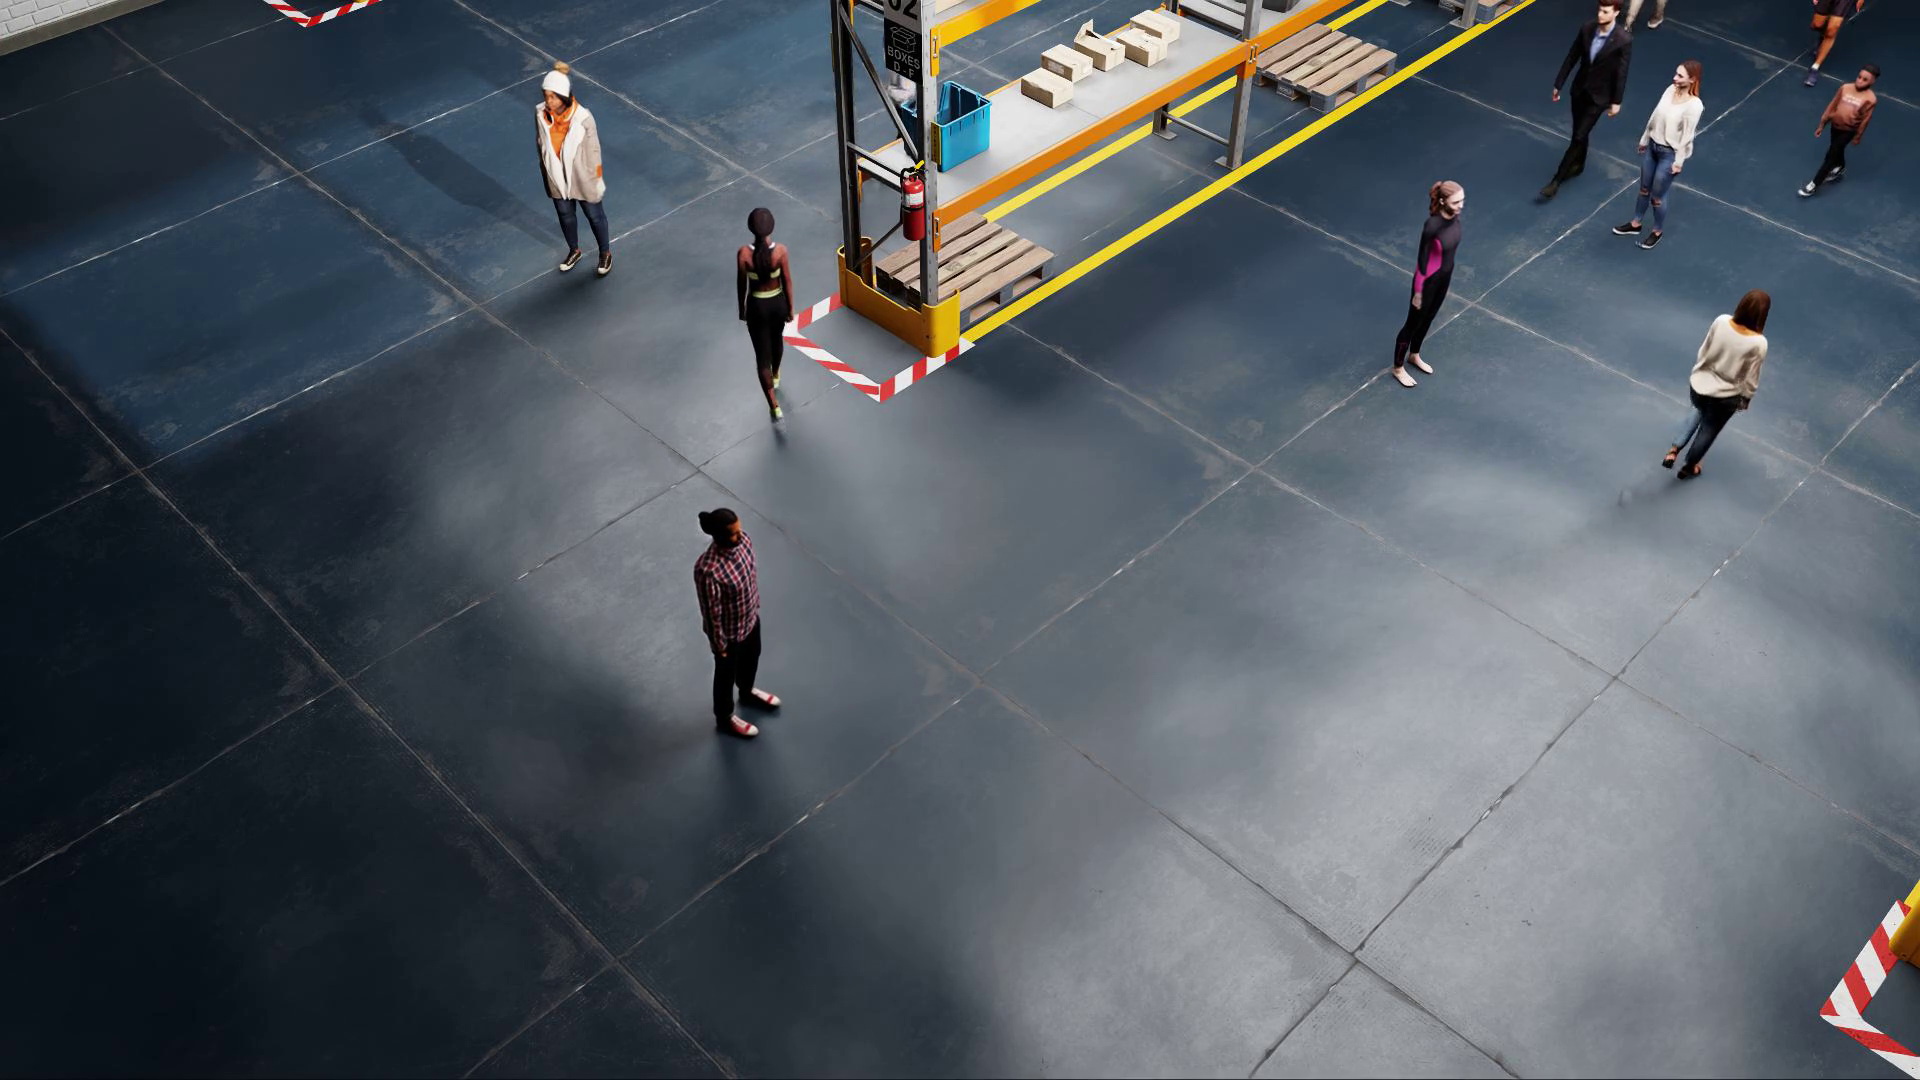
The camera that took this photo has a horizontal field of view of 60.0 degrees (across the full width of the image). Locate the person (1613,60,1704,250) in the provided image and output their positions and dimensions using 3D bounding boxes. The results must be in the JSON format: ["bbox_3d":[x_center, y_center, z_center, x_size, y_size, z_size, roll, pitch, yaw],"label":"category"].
[{"bbox_3d":[6.065,-3.322,14.276,0.737,1.695,0.728,-14,45,-14],"label":"person"}]

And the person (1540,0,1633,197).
[{"bbox_3d":[5.714,-4.040,14.912,1.084,1.857,0.826,-28,50,-26],"label":"person"}]

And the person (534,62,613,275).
[{"bbox_3d":[-3.230,-3.098,13.899,0.825,1.891,0.858,7,44,7],"label":"person"}]

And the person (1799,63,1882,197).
[{"bbox_3d":[8.046,-3.751,15.068,0.955,1.225,0.658,-24,49,-23],"label":"person"}]

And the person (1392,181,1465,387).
[{"bbox_3d":[3.641,-2.000,12.848,0.490,1.751,0.623,-33,52,-29],"label":"person"}]

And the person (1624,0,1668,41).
[{"bbox_3d":[7.155,-5.919,17.049,0.683,1.630,1.132,27,50,25],"label":"person"}]

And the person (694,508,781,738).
[{"bbox_3d":[-1.407,0.477,10.243,0.825,1.757,0.657,18,46,18],"label":"person"}]

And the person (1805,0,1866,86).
[{"bbox_3d":[8.733,-5.432,16.446,0.674,1.756,0.983,29,51,27],"label":"person"}]

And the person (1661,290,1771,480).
[{"bbox_3d":[5.382,-1.068,11.929,0.721,1.669,0.692,-25,49,-24],"label":"person"}]

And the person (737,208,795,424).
[{"bbox_3d":[-1.450,-1.664,12.517,1.096,1.721,1.025,-8,44,-9],"label":"person"}]
